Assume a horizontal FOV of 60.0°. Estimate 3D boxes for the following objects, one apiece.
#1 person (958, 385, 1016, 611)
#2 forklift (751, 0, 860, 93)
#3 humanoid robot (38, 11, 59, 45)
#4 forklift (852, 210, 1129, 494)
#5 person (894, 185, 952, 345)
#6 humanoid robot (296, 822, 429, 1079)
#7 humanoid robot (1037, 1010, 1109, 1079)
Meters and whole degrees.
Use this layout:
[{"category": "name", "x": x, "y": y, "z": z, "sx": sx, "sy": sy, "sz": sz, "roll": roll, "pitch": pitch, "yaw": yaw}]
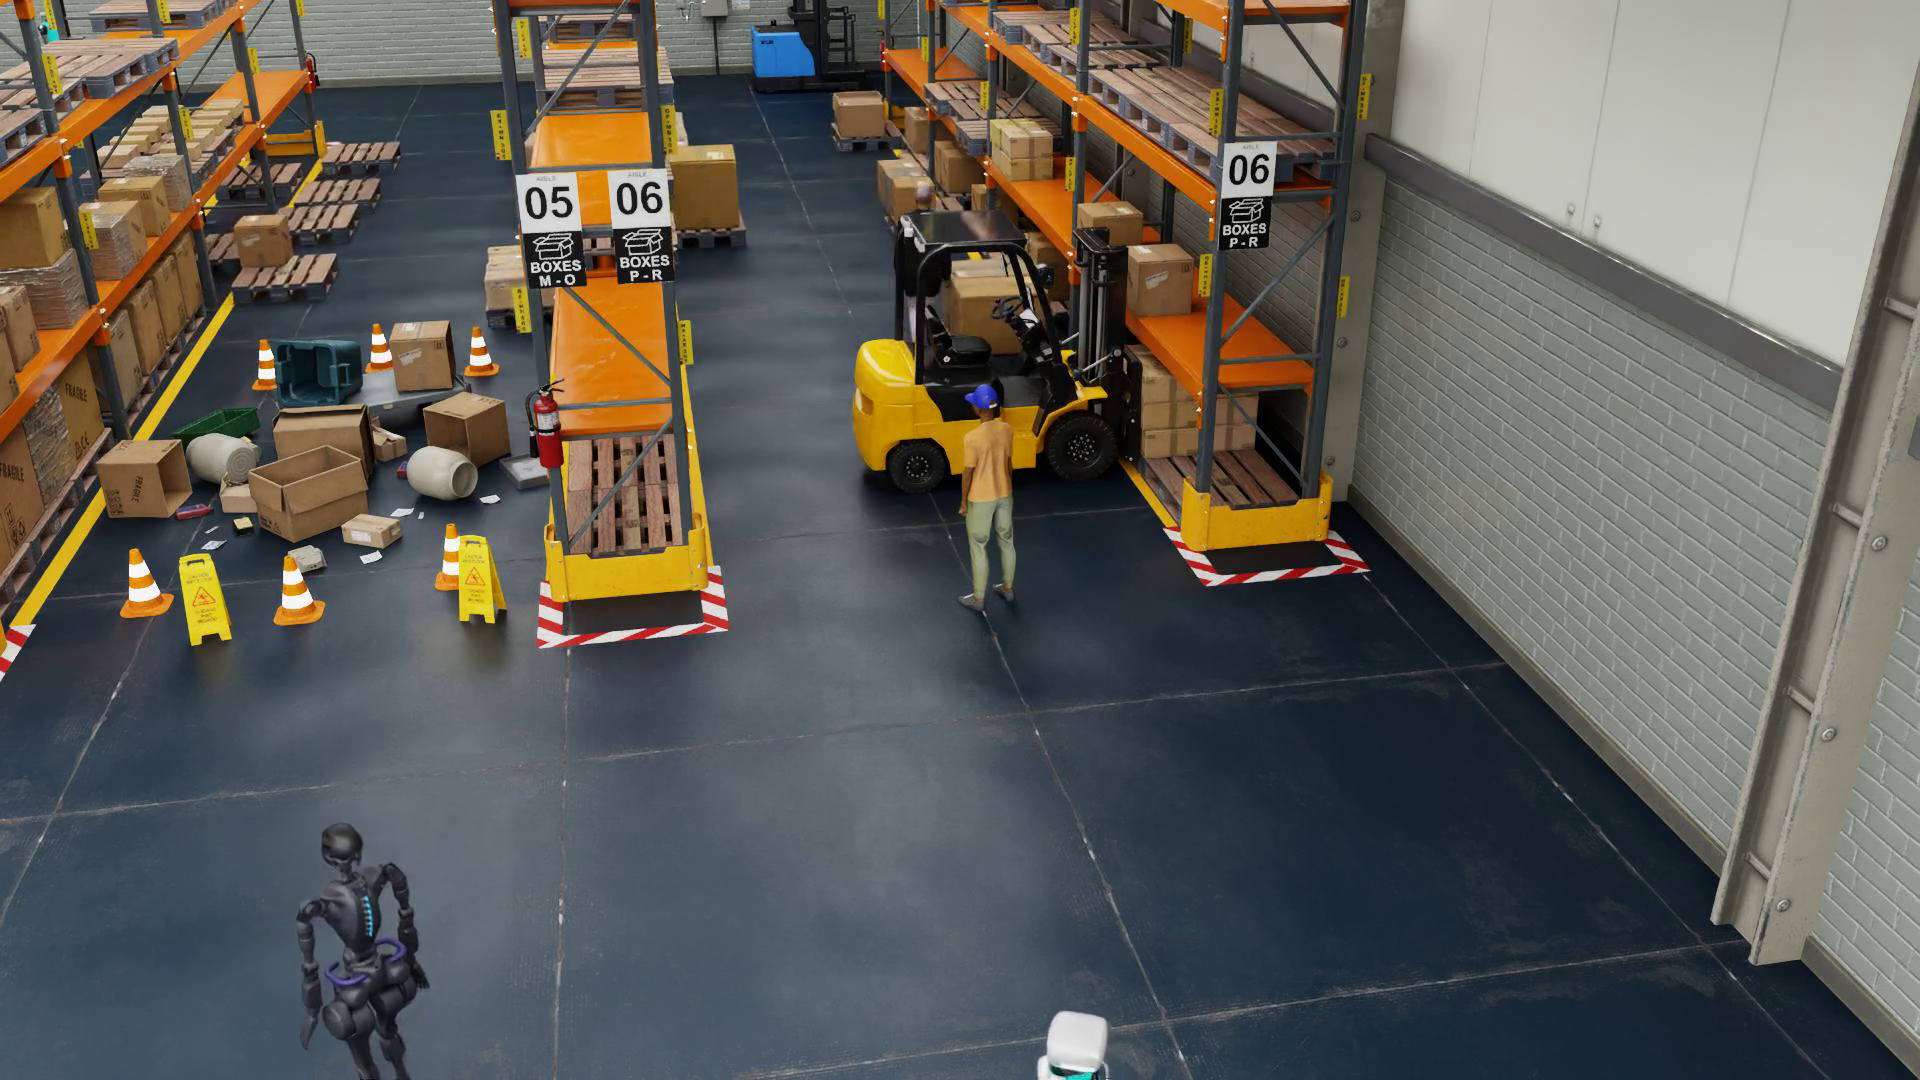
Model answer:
[{"category": "person", "x": 0.180, "y": -0.323, "z": 12.139, "sx": 0.438, "sy": 1.710, "sz": 0.390, "roll": -17, "pitch": 31, "yaw": -32}, {"category": "forklift", "x": -2.872, "y": -9.679, "z": 30.288, "sx": 1.873, "sy": 2.768, "sz": 1.129, "roll": -5, "pitch": 26, "yaw": -10}, {"category": "humanoid robot", "x": -14.974, "y": -8.050, "z": 28.044, "sx": 0.735, "sy": 1.677, "sz": 0.533, "roll": 1, "pitch": 26, "yaw": 2}, {"category": "forklift", "x": 0.216, "y": -1.659, "z": 14.366, "sx": 2.313, "sy": 2.155, "sz": 1.214, "roll": -5, "pitch": 26, "yaw": -10}, {"category": "person", "x": -0.385, "y": -2.708, "z": 17.004, "sx": 0.588, "sy": 1.815, "sz": 0.923, "roll": 1, "pitch": 26, "yaw": 1}, {"category": "humanoid robot", "x": -2.676, "y": 1.975, "z": 7.398, "sx": 0.415, "sy": 1.648, "sz": 0.608, "roll": 19, "pitch": 31, "yaw": 34}, {"category": "humanoid robot", "x": 0.654, "y": 2.510, "z": 6.209, "sx": 0.758, "sy": 1.774, "sz": 0.530, "roll": 1, "pitch": 26, "yaw": 2}]
